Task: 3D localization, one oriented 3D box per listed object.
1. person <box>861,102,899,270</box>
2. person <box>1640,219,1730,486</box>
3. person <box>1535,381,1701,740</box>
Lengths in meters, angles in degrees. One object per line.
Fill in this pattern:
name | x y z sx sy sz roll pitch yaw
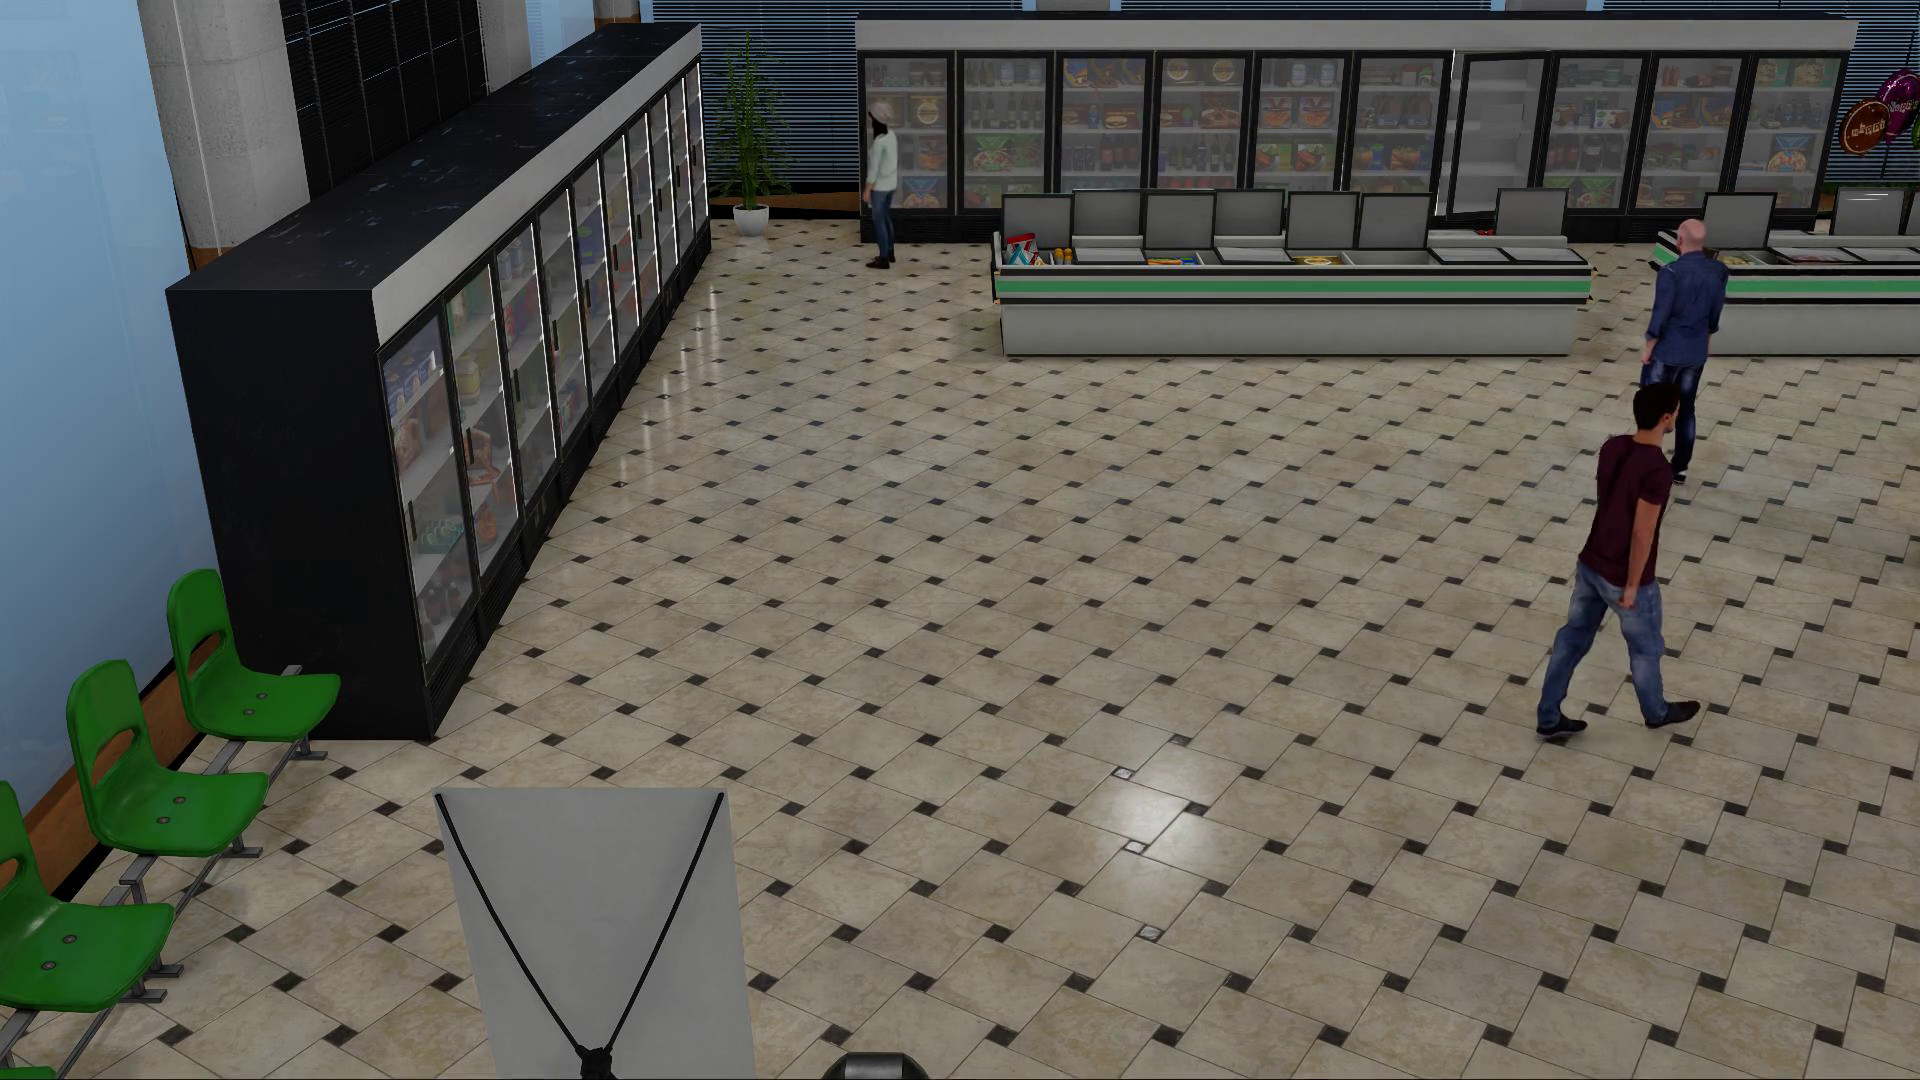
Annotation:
person | -0.726 -3.525 16.568 0.673 1.645 0.690 9 25 19
person | 4.777 -1.234 11.109 0.645 1.824 0.848 -7 25 -16
person | 3.069 0.157 7.948 1.141 1.810 0.879 -7 25 -15
